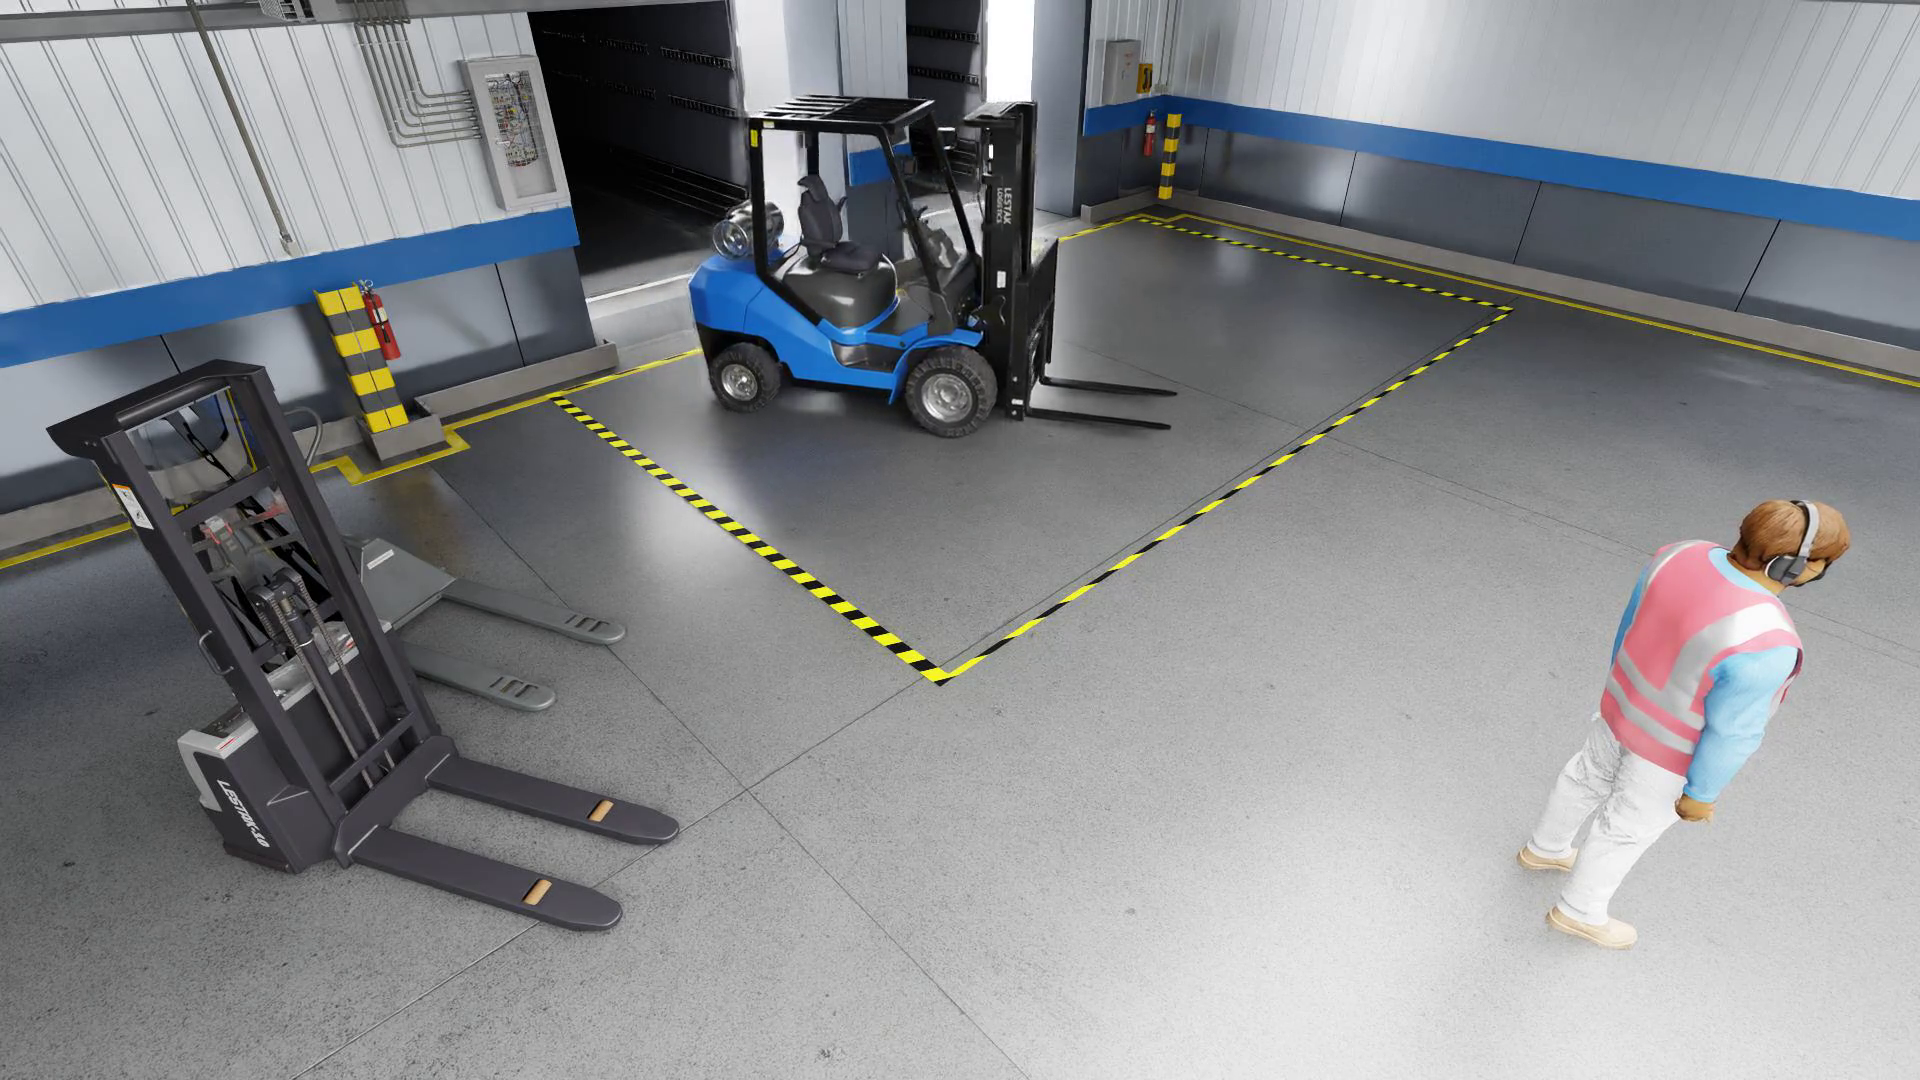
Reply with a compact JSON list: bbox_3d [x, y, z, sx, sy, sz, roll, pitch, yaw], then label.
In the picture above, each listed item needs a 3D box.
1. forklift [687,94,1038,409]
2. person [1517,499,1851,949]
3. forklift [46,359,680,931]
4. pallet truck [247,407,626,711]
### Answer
[{"bbox_3d":[-0.691,-2.180,6.862,2.680,2.036,1.157,9,35,13],"label":"forklift"},{"bbox_3d":[2.430,0.657,3.149,0.429,1.837,0.632,5,34,7],"label":"person"},{"bbox_3d":[-2.135,0.422,3.354,1.885,1.965,0.823,10,35,14],"label":"forklift"},{"bbox_3d":[-2.628,0.038,4.590,1.601,1.201,0.680,12,36,18],"label":"pallet truck"}]
